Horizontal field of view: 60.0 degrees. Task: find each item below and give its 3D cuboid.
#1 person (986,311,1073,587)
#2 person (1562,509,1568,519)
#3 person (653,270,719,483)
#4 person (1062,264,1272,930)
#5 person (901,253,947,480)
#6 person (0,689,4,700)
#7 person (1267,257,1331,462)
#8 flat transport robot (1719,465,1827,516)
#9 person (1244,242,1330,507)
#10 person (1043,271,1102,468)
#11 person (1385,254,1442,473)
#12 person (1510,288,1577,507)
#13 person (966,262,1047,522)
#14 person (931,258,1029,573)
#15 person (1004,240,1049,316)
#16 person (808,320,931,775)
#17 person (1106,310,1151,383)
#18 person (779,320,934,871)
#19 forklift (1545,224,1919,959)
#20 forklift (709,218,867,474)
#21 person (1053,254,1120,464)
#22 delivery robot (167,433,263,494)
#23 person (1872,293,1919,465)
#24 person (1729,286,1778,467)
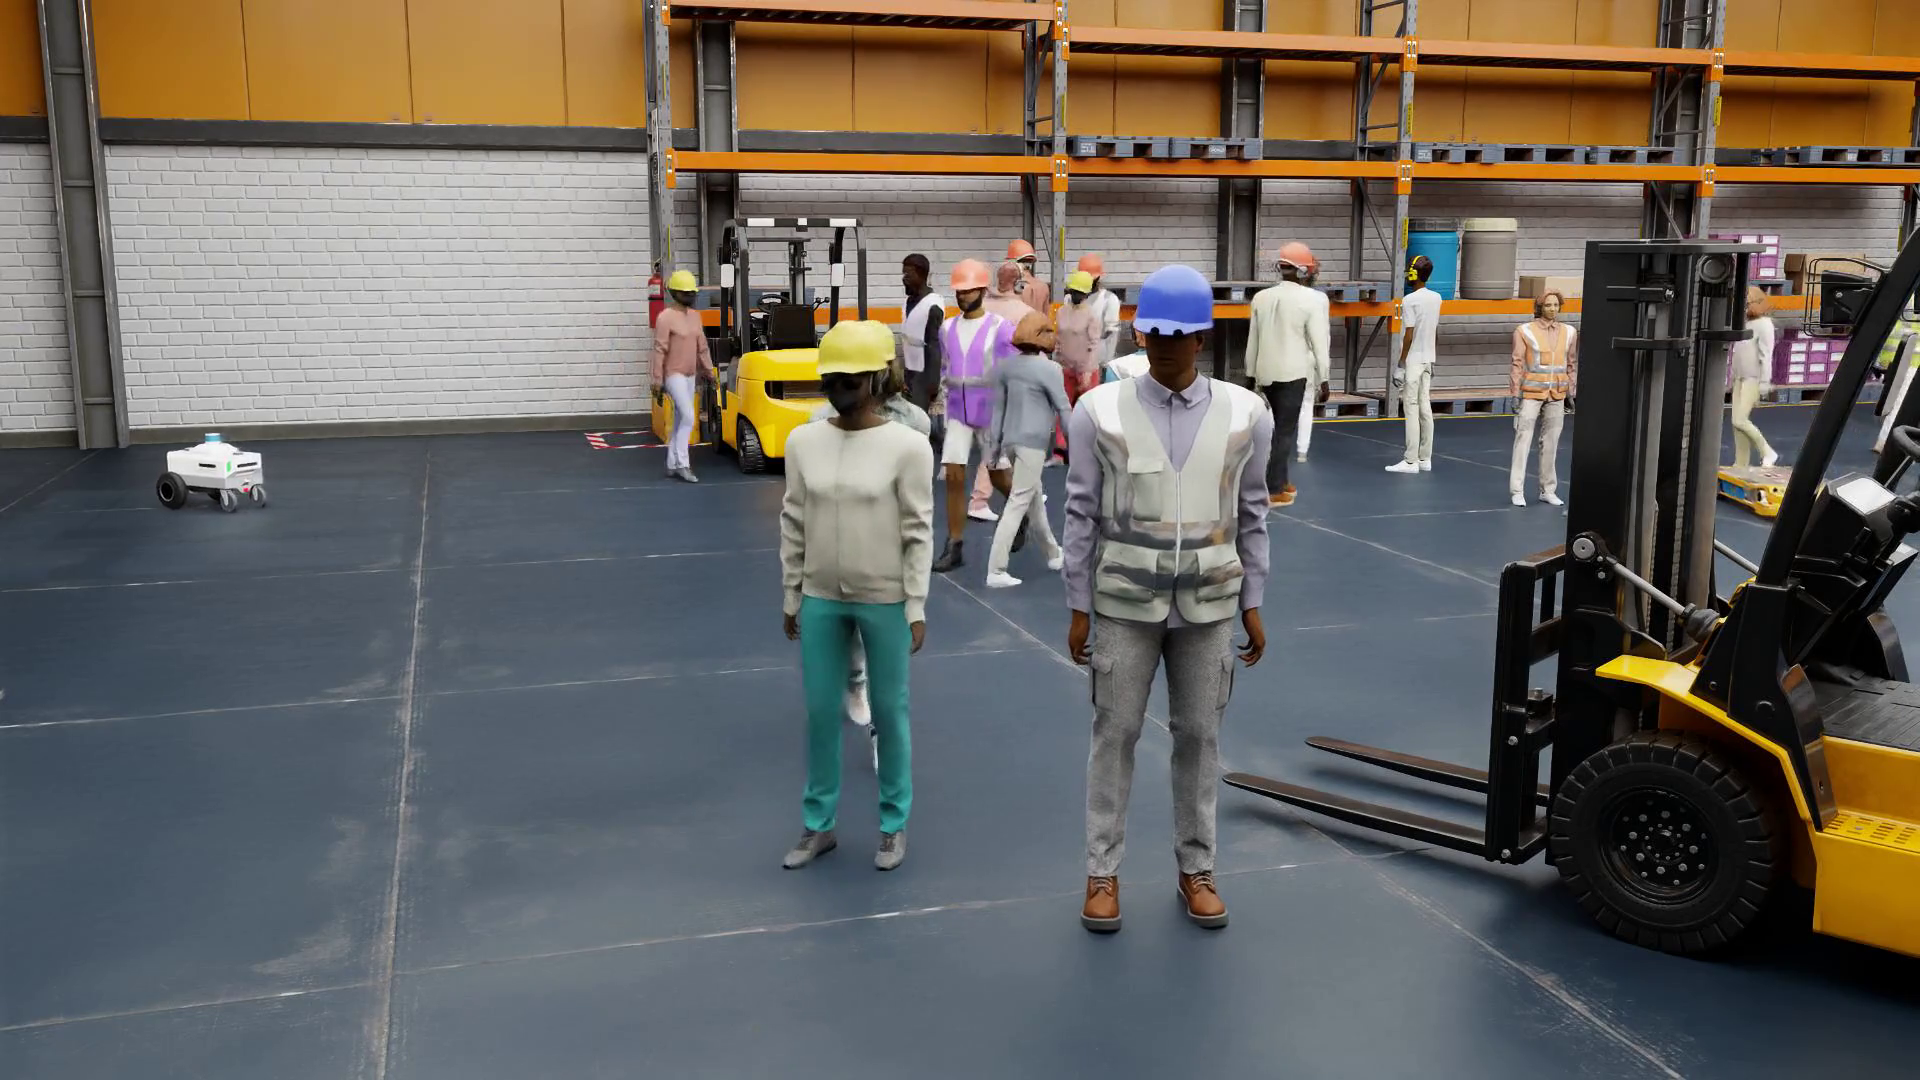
[{"bbox_3d":[0.444,-0.535,9.733,0.836,1.593,0.511,-7,13,-36],"label":"person"},{"bbox_3d":[4.824,-0.999,11.654,0.996,1.828,0.603,-2,11,-13],"label":"person"},{"bbox_3d":[-2.257,-1.346,13.751,0.584,1.745,0.542,5,11,25],"label":"person"},{"bbox_3d":[0.602,0.181,4.841,0.608,1.943,0.402,0,10,-3],"label":"person"},{"bbox_3d":[-0.251,-1.325,13.232,0.546,1.896,0.628,-4,11,-21],"label":"person"},{"bbox_3d":[-4.423,-0.178,7.137,0.590,1.827,0.403,9,14,40],"label":"person"},{"bbox_3d":[3.027,-1.611,14.979,0.592,1.854,0.390,6,12,29],"label":"person"},{"bbox_3d":[6.138,-0.381,12.517,0.652,0.197,1.431,1,10,5],"label":"flat transport robot"},{"bbox_3d":[2.529,-1.247,12.578,0.726,1.968,0.664,-10,14,-42],"label":"person"},{"bbox_3d":[1.024,-1.474,14.521,0.447,1.733,0.587,-10,14,-42],"label":"person"},{"bbox_3d":[3.915,-1.507,14.317,0.508,1.867,0.329,-9,14,-41],"label":"person"},{"bbox_3d":[4.385,-1.072,12.536,0.522,1.645,0.306,-2,10,-9],"label":"person"},{"bbox_3d":[0.347,-1.073,11.995,0.651,1.847,1.015,10,14,44],"label":"person"},{"bbox_3d":[0.134,-0.787,10.293,0.565,1.905,0.936,6,12,29],"label":"person"},{"bbox_3d":[0.549,-1.701,15.021,0.386,1.992,0.625,10,14,43],"label":"person"},{"bbox_3d":[-0.358,-0.017,6.551,0.487,1.708,0.850,-1,10,-4],"label":"person"},{"bbox_3d":[1.040,-0.464,9.212,0.515,1.641,0.315,-2,11,-12],"label":"person"},{"bbox_3d":[-0.338,0.186,5.317,0.528,1.766,0.317,3,11,17],"label":"person"},{"bbox_3d":[2.909,0.117,4.508,2.313,2.155,1.214,9,14,40],"label":"forklift"},{"bbox_3d":[-1.522,-1.778,14.899,1.214,2.155,2.313,-3,11,-17],"label":"forklift"},{"bbox_3d":[1.116,-1.614,14.888,0.598,1.865,1.004,5,11,25],"label":"person"},{"bbox_3d":[-5.570,-0.555,12.433,0.707,0.478,0.477,5,12,26],"label":"delivery robot"},{"bbox_3d":[8.417,-1.564,14.751,0.461,1.828,0.644,-1,10,-6],"label":"person"},{"bbox_3d":[6.563,-1.300,13.832,0.387,1.618,0.527,0,10,-1],"label":"person"}]
